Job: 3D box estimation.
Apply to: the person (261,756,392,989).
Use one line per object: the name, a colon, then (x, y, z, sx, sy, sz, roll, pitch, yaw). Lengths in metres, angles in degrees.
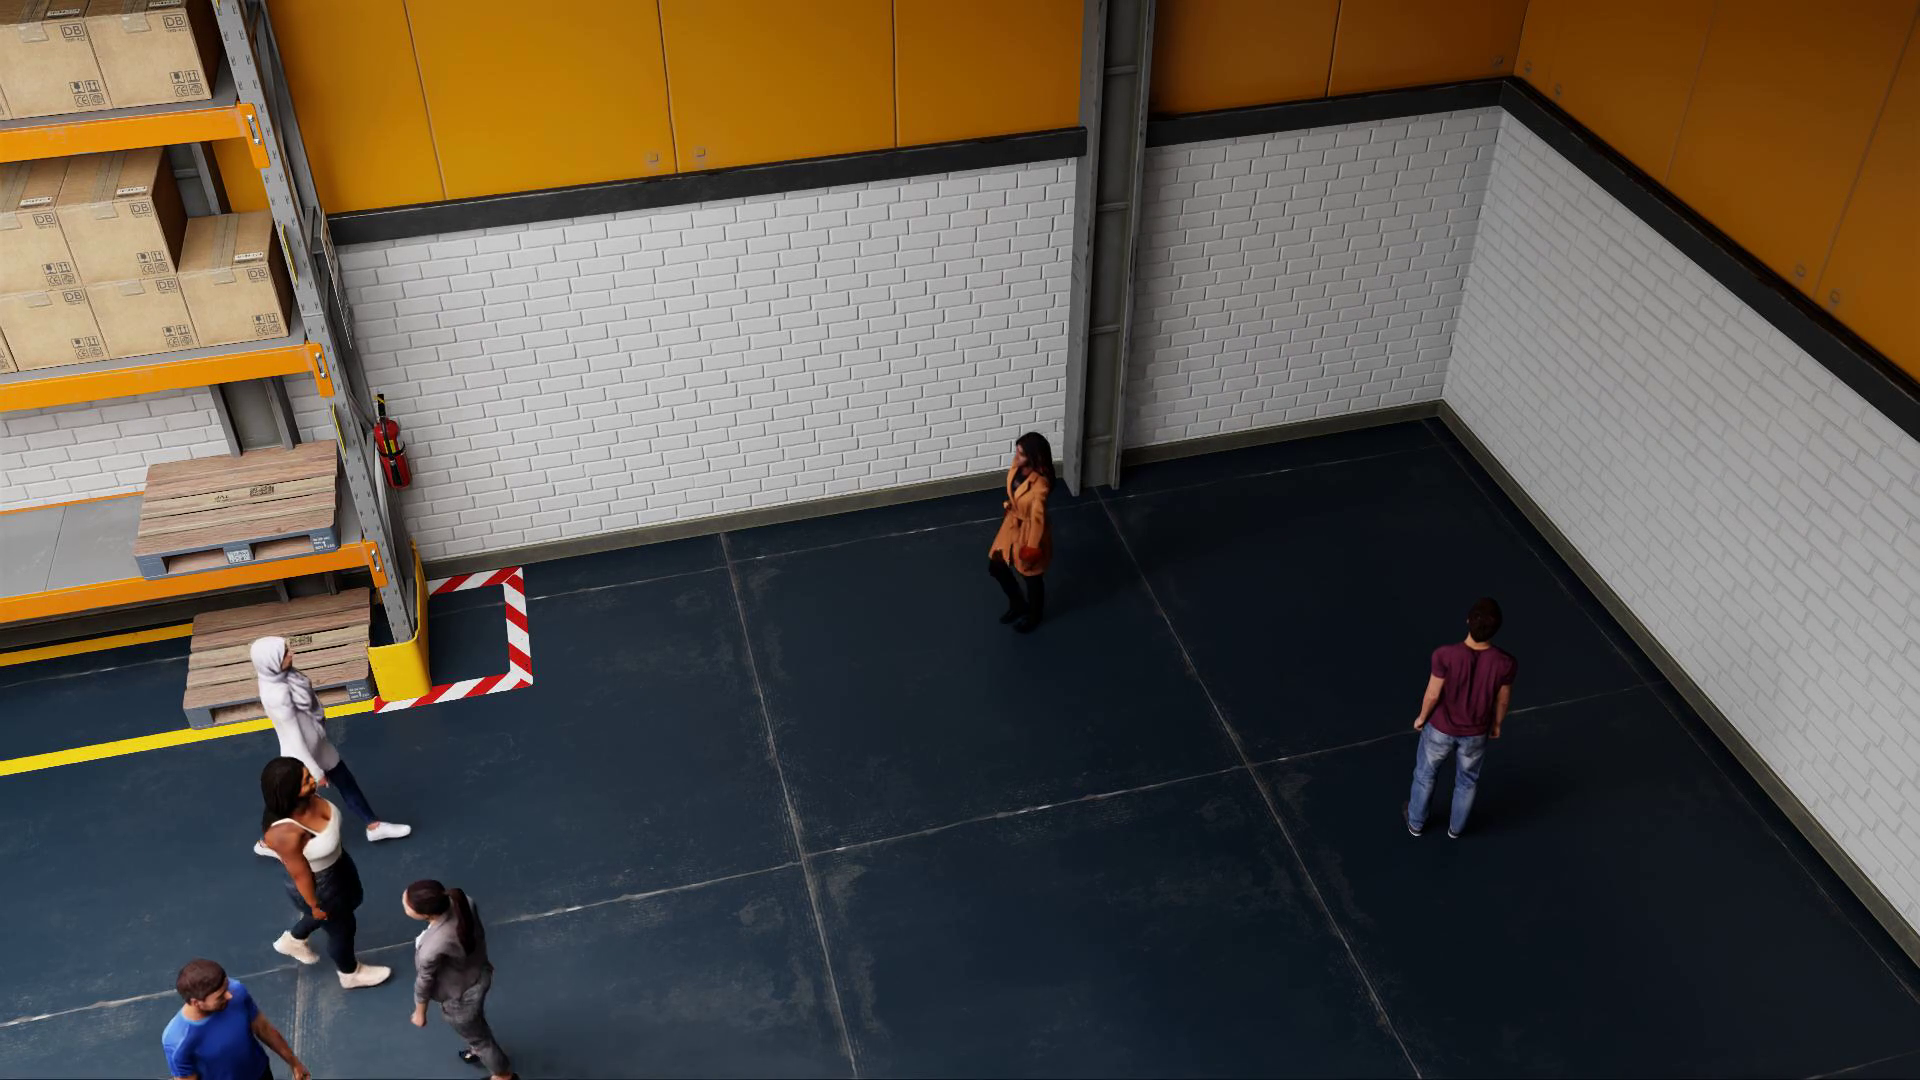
person: (-3.609, 1.866, 9.102, 0.873, 1.795, 0.686, -5, 39, -6)

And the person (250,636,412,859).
person: (-3.981, 1.294, 9.867, 1.141, 1.734, 0.648, -9, 39, -11)

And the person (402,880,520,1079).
person: (-2.488, 2.353, 8.601, 0.762, 1.660, 0.726, 7, 39, 8)

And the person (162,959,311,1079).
person: (-3.597, 2.628, 8.110, 0.858, 1.843, 0.797, 14, 41, 16)

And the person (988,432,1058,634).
person: (0.542, -0.045, 11.566, 0.758, 1.708, 0.786, -18, 42, -21)

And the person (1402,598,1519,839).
person: (3.013, 1.091, 10.024, 0.647, 1.855, 0.794, 6, 39, 8)
